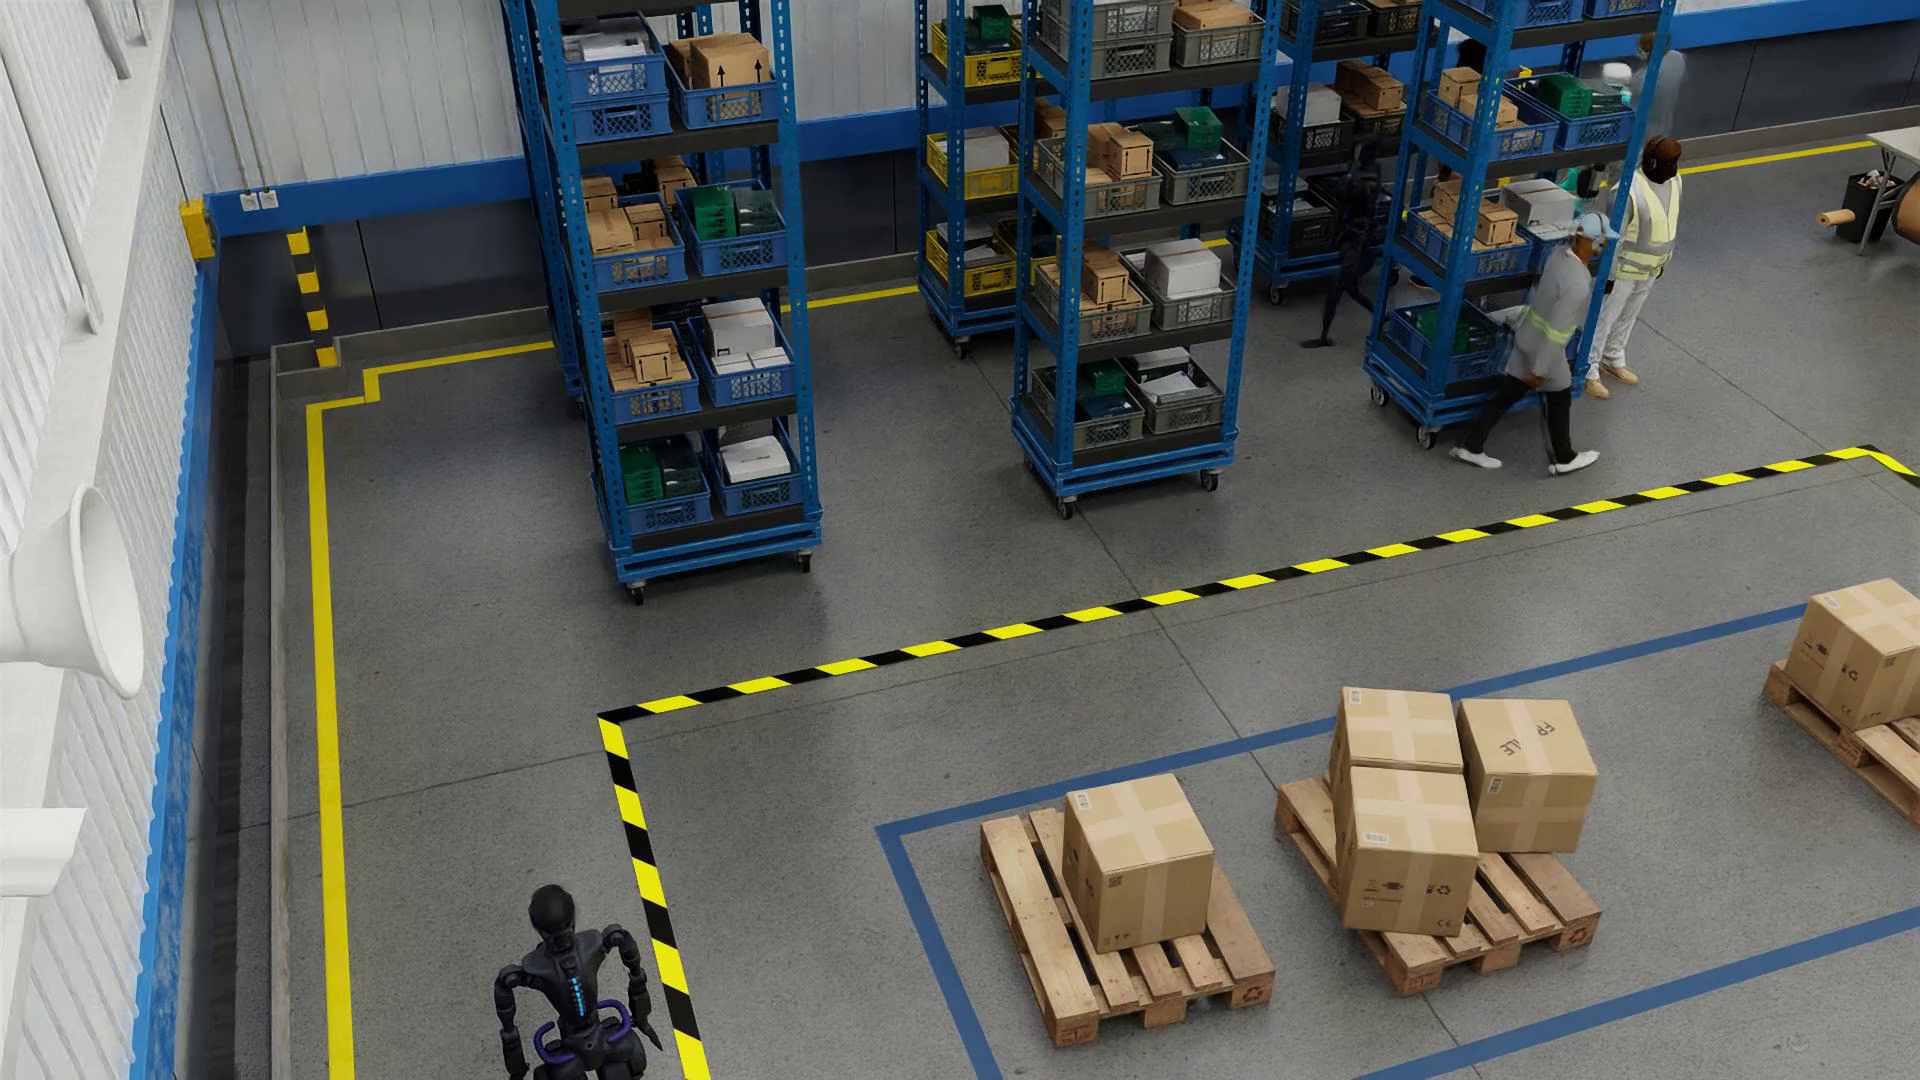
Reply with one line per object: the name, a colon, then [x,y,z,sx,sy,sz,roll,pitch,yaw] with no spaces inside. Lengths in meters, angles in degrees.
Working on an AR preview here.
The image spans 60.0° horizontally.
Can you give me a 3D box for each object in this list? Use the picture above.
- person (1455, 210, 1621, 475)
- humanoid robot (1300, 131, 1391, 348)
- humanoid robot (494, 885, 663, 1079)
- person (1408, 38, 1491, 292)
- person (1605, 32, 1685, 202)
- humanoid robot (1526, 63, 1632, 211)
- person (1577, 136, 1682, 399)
person: [3.709,-1.204,10.431,0.964,1.797,0.613,0,35,0]
humanoid robot: [2.875,-2.140,11.906,0.741,1.634,0.609,-5,36,-7]
humanoid robot: [-1.394,1.894,6.138,0.599,1.653,0.315,-18,39,-23]
person: [3.770,-2.835,12.603,0.368,1.966,0.604,24,42,30]
person: [5.363,-3.170,13.153,0.680,1.887,0.440,-25,42,-31]
humanoid robot: [4.573,-2.771,12.759,0.836,1.790,0.555,2,35,3]
person: [4.597,-1.866,11.337,0.622,1.844,0.429,-21,40,-27]
